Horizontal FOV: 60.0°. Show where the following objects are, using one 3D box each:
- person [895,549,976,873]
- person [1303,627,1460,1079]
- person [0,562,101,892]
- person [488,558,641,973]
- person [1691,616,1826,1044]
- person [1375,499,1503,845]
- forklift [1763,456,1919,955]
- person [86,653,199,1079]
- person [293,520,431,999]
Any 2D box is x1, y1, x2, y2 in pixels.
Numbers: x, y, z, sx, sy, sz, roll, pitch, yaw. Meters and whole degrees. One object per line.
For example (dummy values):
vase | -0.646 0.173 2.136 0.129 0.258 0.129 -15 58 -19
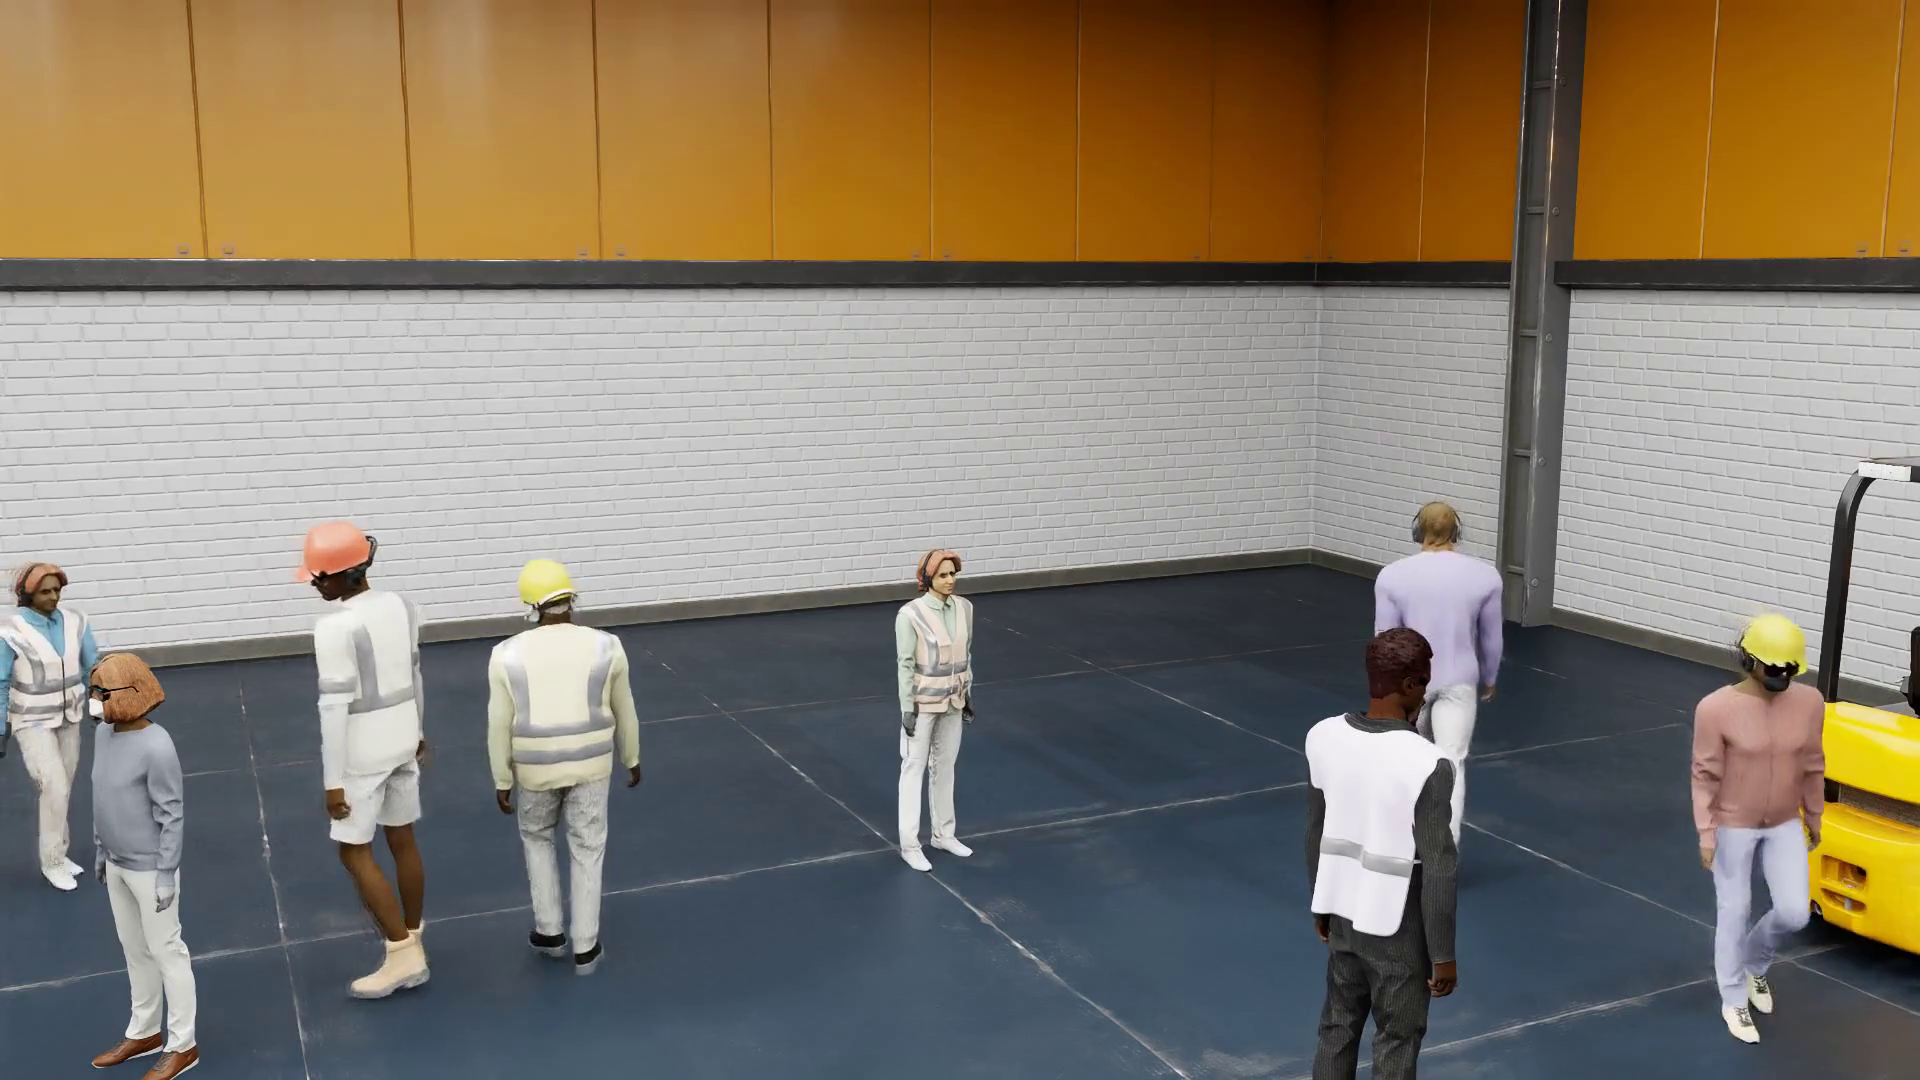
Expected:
person | -0.124 0.852 8.521 0.515 1.642 0.314 -9 13 -44
person | 1.345 1.227 5.355 0.392 1.914 0.587 -6 11 -33
person | -4.452 0.911 8.209 0.559 1.618 0.534 3 10 21
person | -1.711 0.972 7.251 0.653 1.814 0.513 -2 9 -14
person | 3.121 1.126 6.510 0.558 1.728 0.449 0 9 -1
person | 2.445 0.734 8.535 0.646 1.889 1.053 3 10 17
forklift | 4.857 0.731 7.561 2.313 2.155 1.214 -4 10 -25
person | -3.088 1.223 6.238 0.498 1.634 0.280 6 11 34
person | -2.471 0.901 7.087 0.487 2.023 0.772 3 10 17
